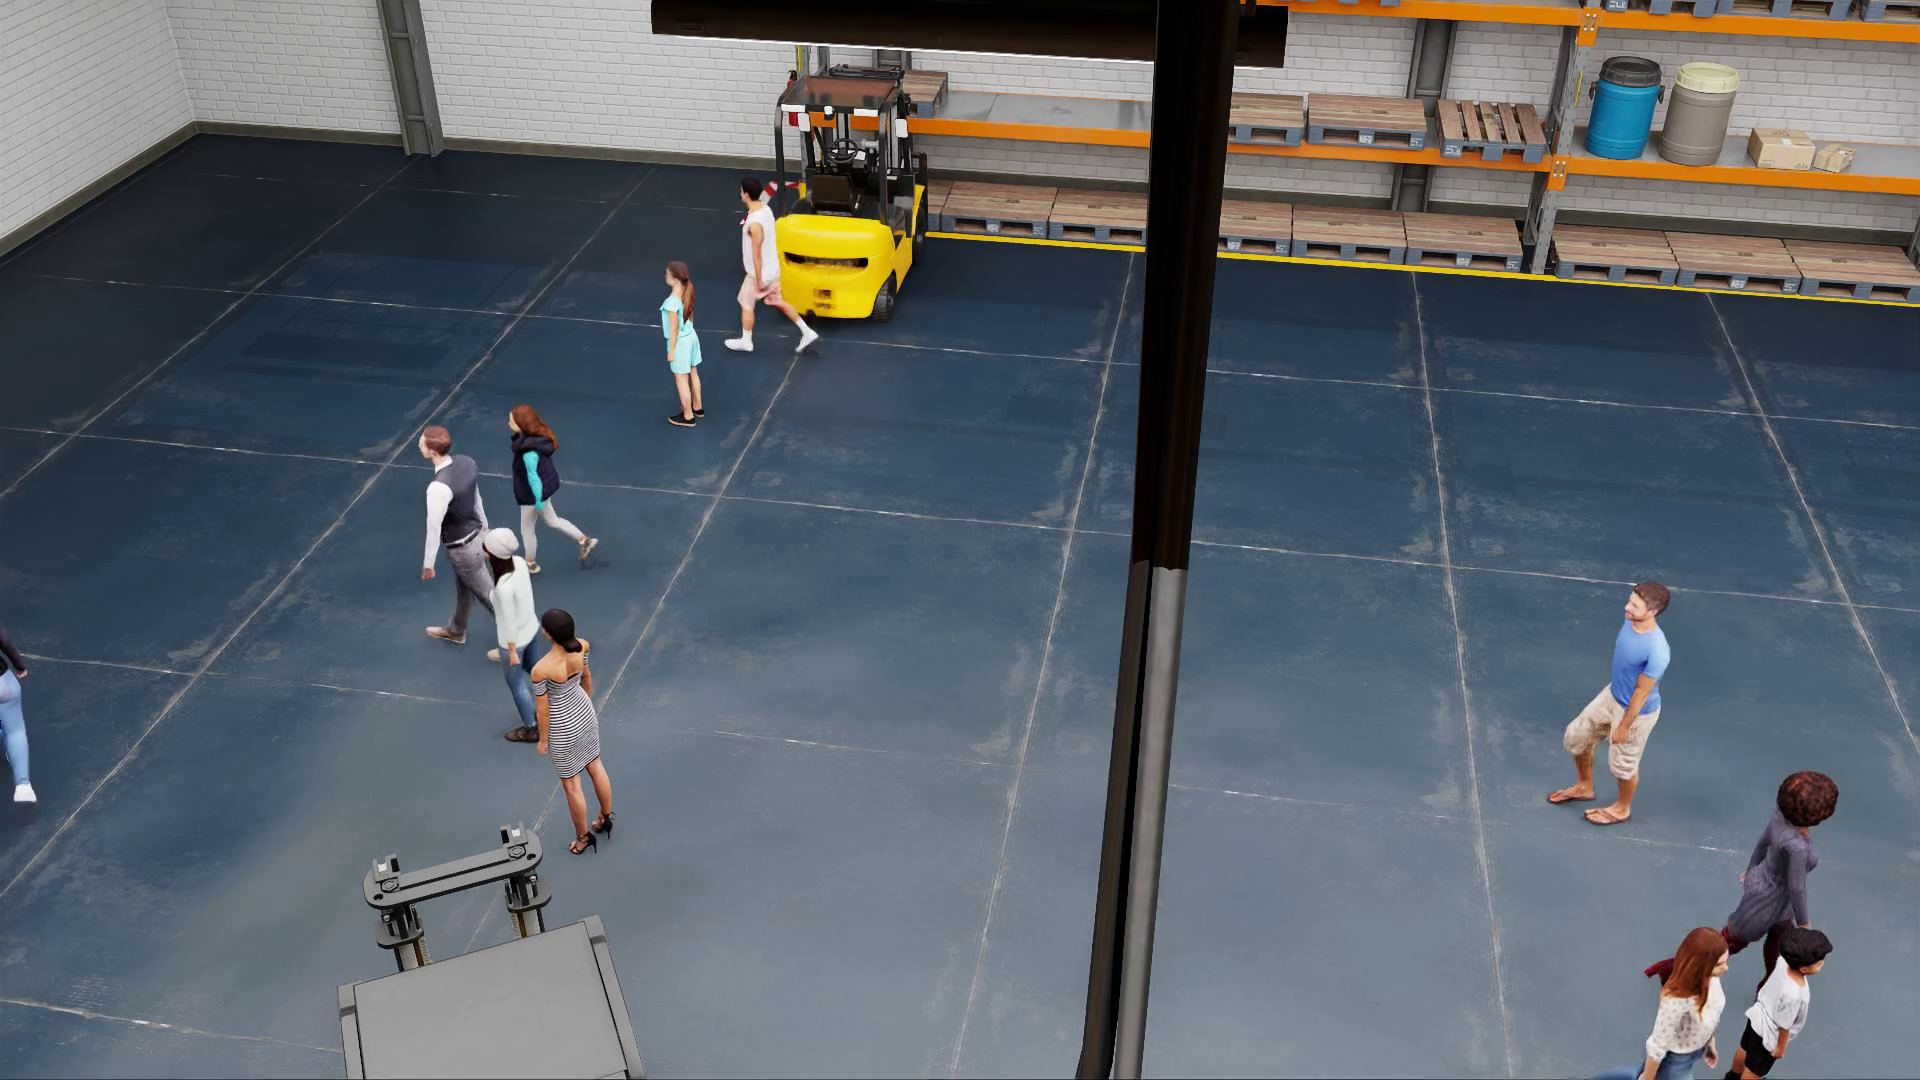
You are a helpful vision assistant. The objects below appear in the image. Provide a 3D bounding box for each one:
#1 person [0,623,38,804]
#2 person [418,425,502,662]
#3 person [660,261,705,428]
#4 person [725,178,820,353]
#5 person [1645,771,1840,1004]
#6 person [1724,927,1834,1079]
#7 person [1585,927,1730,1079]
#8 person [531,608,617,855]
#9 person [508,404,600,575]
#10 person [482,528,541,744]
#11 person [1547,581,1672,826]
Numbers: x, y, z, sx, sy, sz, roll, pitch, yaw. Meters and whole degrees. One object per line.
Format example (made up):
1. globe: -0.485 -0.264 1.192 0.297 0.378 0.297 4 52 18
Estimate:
1. person: -6.196 0.980 10.575 1.124 1.597 1.097 -13 36 -19
2. person: -3.374 0.046 11.692 1.036 1.915 0.705 3 34 5
3. person: -2.460 -1.749 14.716 0.599 1.557 0.593 13 36 18
4. person: -1.777 -2.544 15.747 1.158 1.741 0.649 7 34 11
5. person: 4.278 1.957 9.040 1.099 1.670 0.693 11 35 16
6. person: 4.209 2.486 8.618 0.474 1.256 0.479 7 34 10
7. person: 3.439 2.489 8.211 1.169 1.701 0.974 27 42 34
8. person: -2.347 1.161 10.101 0.658 1.821 0.667 21 39 28
9. person: -3.181 -0.390 12.740 0.996 1.482 0.734 -4 34 -6
10. person: -2.930 0.610 11.092 0.539 1.641 0.594 3 34 4
11. person: 4.228 1.010 10.305 0.811 1.846 0.758 -2 34 -4
